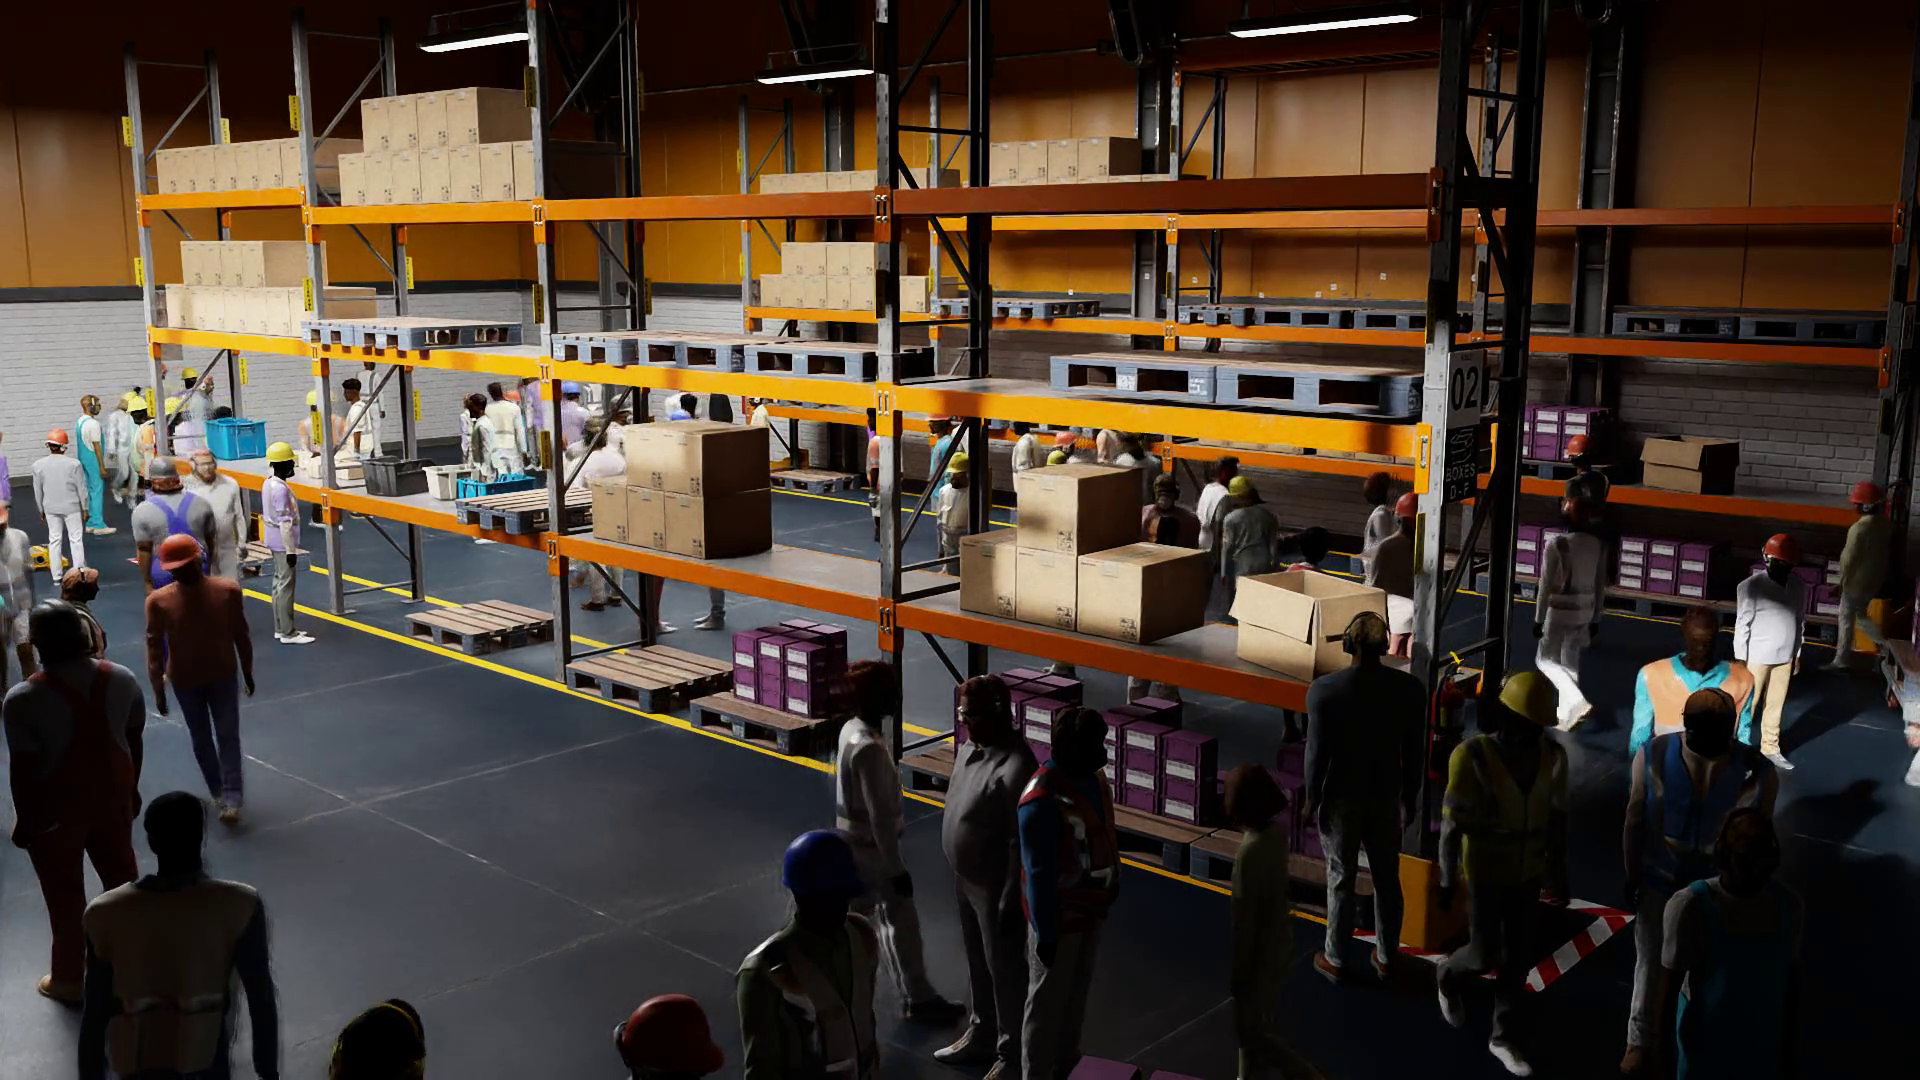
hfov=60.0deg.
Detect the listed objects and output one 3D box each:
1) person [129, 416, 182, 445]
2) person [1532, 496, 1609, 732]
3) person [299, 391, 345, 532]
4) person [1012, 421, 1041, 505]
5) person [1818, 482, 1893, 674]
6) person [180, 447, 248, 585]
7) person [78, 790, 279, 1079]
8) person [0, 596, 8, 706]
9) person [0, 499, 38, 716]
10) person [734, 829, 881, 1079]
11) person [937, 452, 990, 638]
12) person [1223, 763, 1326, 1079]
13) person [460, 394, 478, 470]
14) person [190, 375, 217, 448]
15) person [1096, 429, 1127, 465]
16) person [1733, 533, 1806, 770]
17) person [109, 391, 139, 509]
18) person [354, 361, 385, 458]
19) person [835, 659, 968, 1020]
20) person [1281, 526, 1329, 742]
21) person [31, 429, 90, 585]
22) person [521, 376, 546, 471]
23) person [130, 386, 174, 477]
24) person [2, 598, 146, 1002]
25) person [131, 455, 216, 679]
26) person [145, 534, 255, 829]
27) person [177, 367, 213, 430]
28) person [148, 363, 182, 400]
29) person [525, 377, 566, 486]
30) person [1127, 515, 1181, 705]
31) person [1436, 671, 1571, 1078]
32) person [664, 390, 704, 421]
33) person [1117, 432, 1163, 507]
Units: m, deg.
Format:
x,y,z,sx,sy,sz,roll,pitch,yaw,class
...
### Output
x,y,z,sx,sy,sz,roll,pitch,yaw,class
-10.612,-1.080,22.161,0.692,1.914,0.702,-2,10,-10,person
4.729,0.591,12.826,0.603,1.869,0.551,-3,11,-19,person
-8.424,-1.033,22.028,0.590,1.880,0.944,-6,12,-30,person
0.749,-0.621,19.526,0.381,1.925,0.593,2,10,13,person
7.922,0.347,14.607,0.581,1.732,0.517,-7,12,-35,person
-7.195,0.036,15.924,0.649,1.883,0.716,-10,14,-44,person
-2.734,1.844,5.803,0.658,1.874,0.649,-2,10,-10,person
-6.498,0.960,10.871,0.638,1.826,0.570,8,13,39,person
-7.525,0.551,13.101,0.838,1.871,0.574,8,13,37,person
-0.457,1.868,5.393,0.390,1.948,0.605,7,12,34,person
0.022,0.063,15.968,0.586,1.824,0.404,6,12,32,person
1.342,1.756,6.990,0.581,1.604,0.555,5,11,25,person
-7.121,-1.322,24.304,0.310,1.638,0.522,2,10,12,person
-11.104,-1.490,24.548,0.401,1.894,0.653,-4,11,-20,person
1.850,-0.710,20.027,0.367,1.926,0.594,5,11,28,person
5.834,0.808,11.961,0.566,1.743,0.346,-3,10,-16,person
-12.017,-1.301,23.982,0.509,1.700,0.527,8,13,37,person
-10.349,-2.315,29.224,0.584,1.882,0.337,4,11,23,person
-0.448,1.473,7.917,0.925,1.852,0.586,-1,10,-4,person
2.627,0.733,12.517,0.317,1.695,0.540,-4,11,-23,person
-10.013,-0.368,18.580,0.563,1.753,0.327,-1,10,-6,person
-7.213,-2.028,28.039,0.488,1.730,0.324,6,12,29,person
-10.142,-0.928,20.935,0.536,2.000,0.683,-10,14,-44,person
-4.499,1.286,8.418,0.536,2.000,0.688,6,12,32,person
-6.715,0.243,14.318,0.683,2.000,0.953,-9,13,-40,person
-4.939,0.913,10.843,0.636,1.926,1.042,-5,11,-24,person
-11.786,-1.698,25.640,0.391,1.918,0.588,6,12,31,person
-12.634,-1.833,26.269,0.885,1.954,0.628,3,11,18,person
-6.480,-1.807,25.944,0.607,2.017,0.831,1,10,4,person
1.464,0.721,12.227,0.632,1.831,0.429,8,13,39,person
2.482,1.492,7.679,0.625,1.895,0.598,-2,10,-14,person
-4.091,-1.534,24.640,0.610,1.948,0.441,-6,12,-32,person
1.937,-0.270,17.774,0.569,1.844,0.378,2,10,11,person
